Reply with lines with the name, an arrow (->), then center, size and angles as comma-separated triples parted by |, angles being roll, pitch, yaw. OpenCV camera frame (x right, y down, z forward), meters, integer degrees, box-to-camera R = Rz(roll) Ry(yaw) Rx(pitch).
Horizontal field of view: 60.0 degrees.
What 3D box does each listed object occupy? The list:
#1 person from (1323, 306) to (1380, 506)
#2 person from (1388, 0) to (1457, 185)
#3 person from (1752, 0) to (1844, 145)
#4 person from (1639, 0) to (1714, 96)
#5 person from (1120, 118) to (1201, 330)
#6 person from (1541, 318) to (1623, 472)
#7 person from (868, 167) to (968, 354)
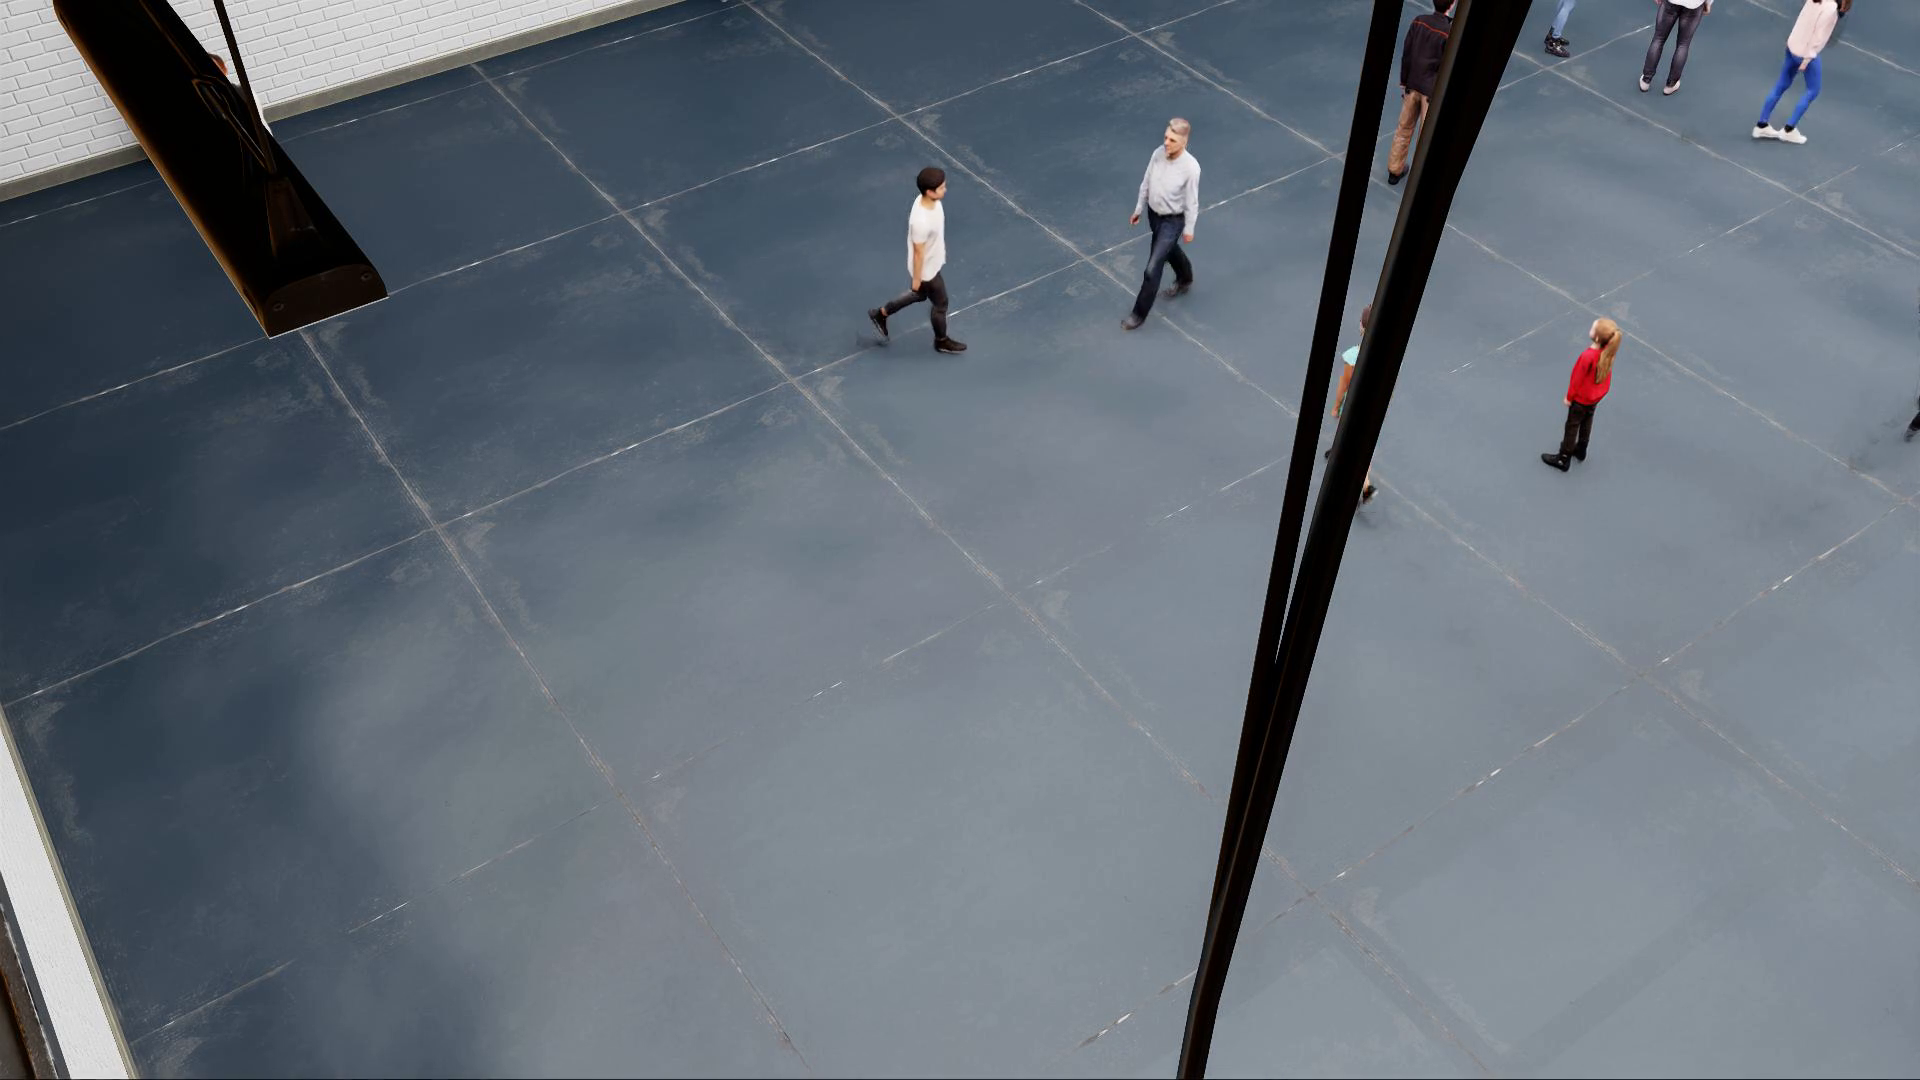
person -> 2.882, -0.939, 11.844 | 0.973, 1.533, 0.757 | -15, 46, -15
person -> 4.145, -4.017, 14.790 | 0.650, 1.925, 0.739 | -34, 53, -31
person -> 7.740, -4.524, 15.449 | 0.868, 1.752, 0.816 | 1, 44, 1
person -> 7.005, -5.207, 16.113 | 0.782, 1.824, 0.782 | 18, 46, 18
person -> 1.715, -2.626, 13.433 | 1.119, 1.783, 0.655 | -26, 49, -25
person -> 4.587, -1.077, 12.172 | 0.417, 1.280, 0.544 | -28, 50, -26
person -> -0.345, -2.184, 13.039 | 1.136, 1.686, 1.040 | 1, 44, 1
